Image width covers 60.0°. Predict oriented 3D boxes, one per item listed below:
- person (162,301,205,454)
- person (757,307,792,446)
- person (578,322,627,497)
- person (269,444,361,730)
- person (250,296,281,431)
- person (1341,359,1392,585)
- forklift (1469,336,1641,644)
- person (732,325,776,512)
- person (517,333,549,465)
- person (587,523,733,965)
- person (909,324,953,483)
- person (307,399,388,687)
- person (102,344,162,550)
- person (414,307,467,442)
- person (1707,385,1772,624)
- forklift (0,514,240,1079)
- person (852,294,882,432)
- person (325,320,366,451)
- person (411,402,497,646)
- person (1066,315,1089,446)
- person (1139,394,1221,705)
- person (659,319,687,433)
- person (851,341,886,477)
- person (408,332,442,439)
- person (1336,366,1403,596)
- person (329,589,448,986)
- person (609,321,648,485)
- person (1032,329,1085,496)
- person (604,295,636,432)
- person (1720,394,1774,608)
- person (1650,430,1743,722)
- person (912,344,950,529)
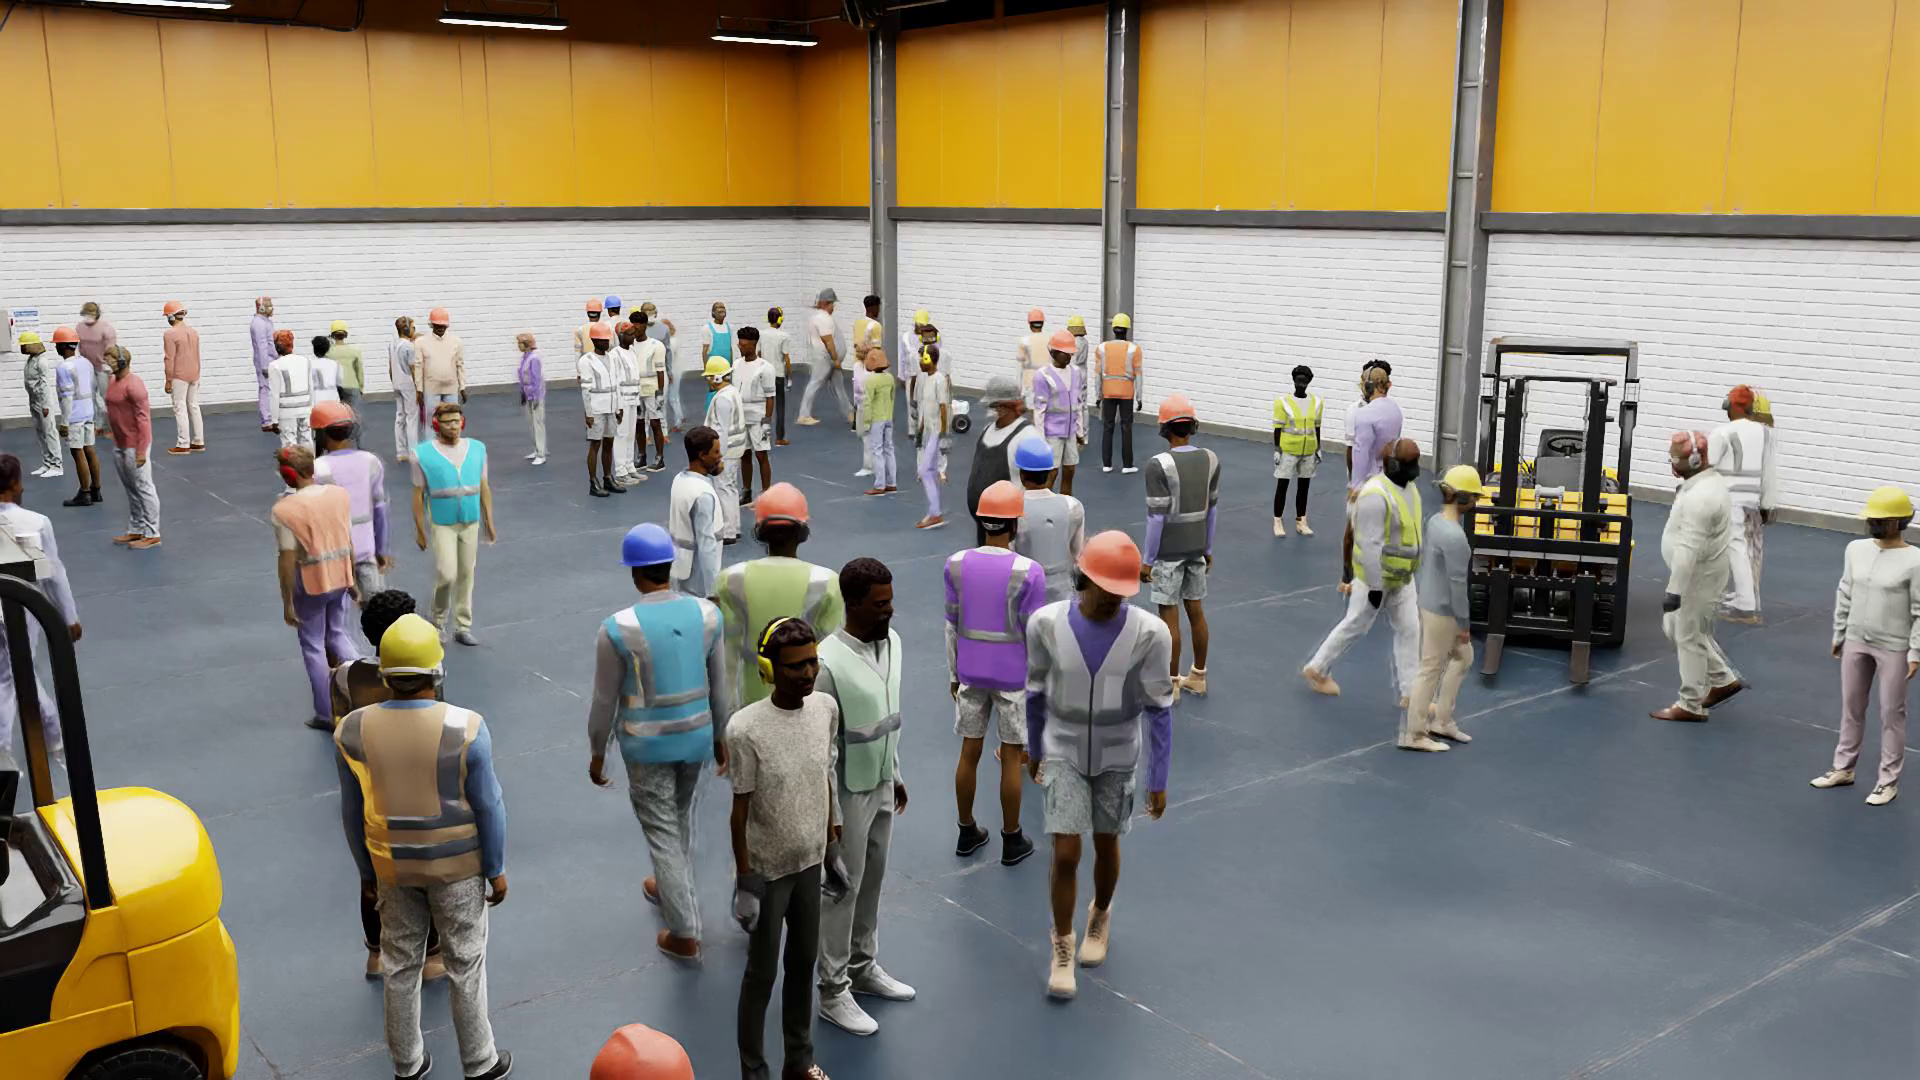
[{"bbox_3d":[-10.090,-2.107,21.572,0.411,1.980,0.626,2,12,11],"label":"person"},{"bbox_3d":[-2.487,-2.176,22.202,0.530,1.854,0.324,5,13,22],"label":"person"},{"bbox_3d":[-3.970,-1.455,18.515,0.357,1.938,0.545,6,13,28],"label":"person"},{"bbox_3d":[-3.924,0.313,10.251,0.472,1.822,0.605,6,13,29],"label":"person"},{"bbox_3d":[-9.835,-2.501,23.639,0.399,1.909,0.642,-4,12,-19],"label":"person"},{"bbox_3d":[3.481,-0.559,14.113,0.613,1.963,0.361,-11,16,-43],"label":"person"},{"bbox_3d":[4.683,-0.471,13.136,1.214,2.155,2.313,4,12,20],"label":"forklift"},{"bbox_3d":[-2.215,-1.286,17.627,0.606,1.966,0.367,9,15,37],"label":"person"},{"bbox_3d":[-5.285,-1.759,20.713,0.367,1.640,0.691,-7,13,-29],"label":"person"},{"bbox_3d":[-1.384,0.865,7.369,0.616,1.910,0.871,-10,15,-40],"label":"person"},{"bbox_3d":[-0.333,-1.586,19.345,0.510,1.861,0.324,0,12,0],"label":"person"},{"bbox_3d":[-3.996,0.076,10.974,0.895,2.012,0.619,8,14,33],"label":"person"},{"bbox_3d":[-7.841,-0.878,15.727,0.629,1.939,0.372,11,16,42],"label":"person"},{"bbox_3d":[-6.298,-1.831,20.200,0.610,1.991,0.389,-7,14,-30],"label":"person"},{"bbox_3d":[6.043,-0.310,13.211,0.669,1.828,0.963,-6,13,-26],"label":"person"},{"bbox_3d":[-3.687,1.115,5.480,2.313,2.155,1.214,-9,15,-36],"label":"forklift"},{"bbox_3d":[-1.283,-2.469,23.392,0.401,1.953,0.620,-9,14,-36],"label":"person"},{"bbox_3d":[-7.810,-1.899,21.071,0.524,1.770,0.315,-9,15,-37],"label":"person"},{"bbox_3d":[-3.725,-0.112,12.264,0.560,1.835,0.437,-11,16,-42],"label":"person"},{"bbox_3d":[1.545,-2.132,22.255,0.311,1.743,0.493,6,13,29],"label":"person"},{"bbox_3d":[1.417,0.060,10.947,0.613,2.039,0.389,-8,14,-35],"label":"person"},{"bbox_3d":[-4.067,-2.293,23.335,0.366,1.613,0.516,-5,13,-21],"label":"person"},{"bbox_3d":[-1.049,-1.578,19.861,0.522,1.621,0.528,-9,15,-36],"label":"person"},{"bbox_3d":[-6.785,-1.806,20.983,0.478,1.614,0.502,3,12,16],"label":"person"},{"bbox_3d":[3.436,-0.483,13.859,0.389,1.928,0.639,10,15,40],"label":"person"},{"bbox_3d":[-2.374,1.044,7.028,0.540,1.695,0.317,3,12,14],"label":"person"},{"bbox_3d":[-3.862,-1.587,19.287,0.356,1.882,0.574,2,12,11],"label":"person"},{"bbox_3d":[0.994,-1.059,16.386,0.613,2.031,0.403,-10,15,-41],"label":"person"},{"bbox_3d":[-4.811,-2.462,23.385,0.604,1.939,0.415,-10,15,-40],"label":"person"},{"bbox_3d":[6.377,-0.312,13.464,0.310,1.744,0.486,7,14,30],"label":"person"},{"bbox_3d":[4.632,0.245,10.450,0.502,1.882,0.665,4,12,20],"label":"person"},{"bbox_3d":[-0.324,-1.036,16.739,0.467,1.840,0.608,-3,12,-16],"label":"person"}]
